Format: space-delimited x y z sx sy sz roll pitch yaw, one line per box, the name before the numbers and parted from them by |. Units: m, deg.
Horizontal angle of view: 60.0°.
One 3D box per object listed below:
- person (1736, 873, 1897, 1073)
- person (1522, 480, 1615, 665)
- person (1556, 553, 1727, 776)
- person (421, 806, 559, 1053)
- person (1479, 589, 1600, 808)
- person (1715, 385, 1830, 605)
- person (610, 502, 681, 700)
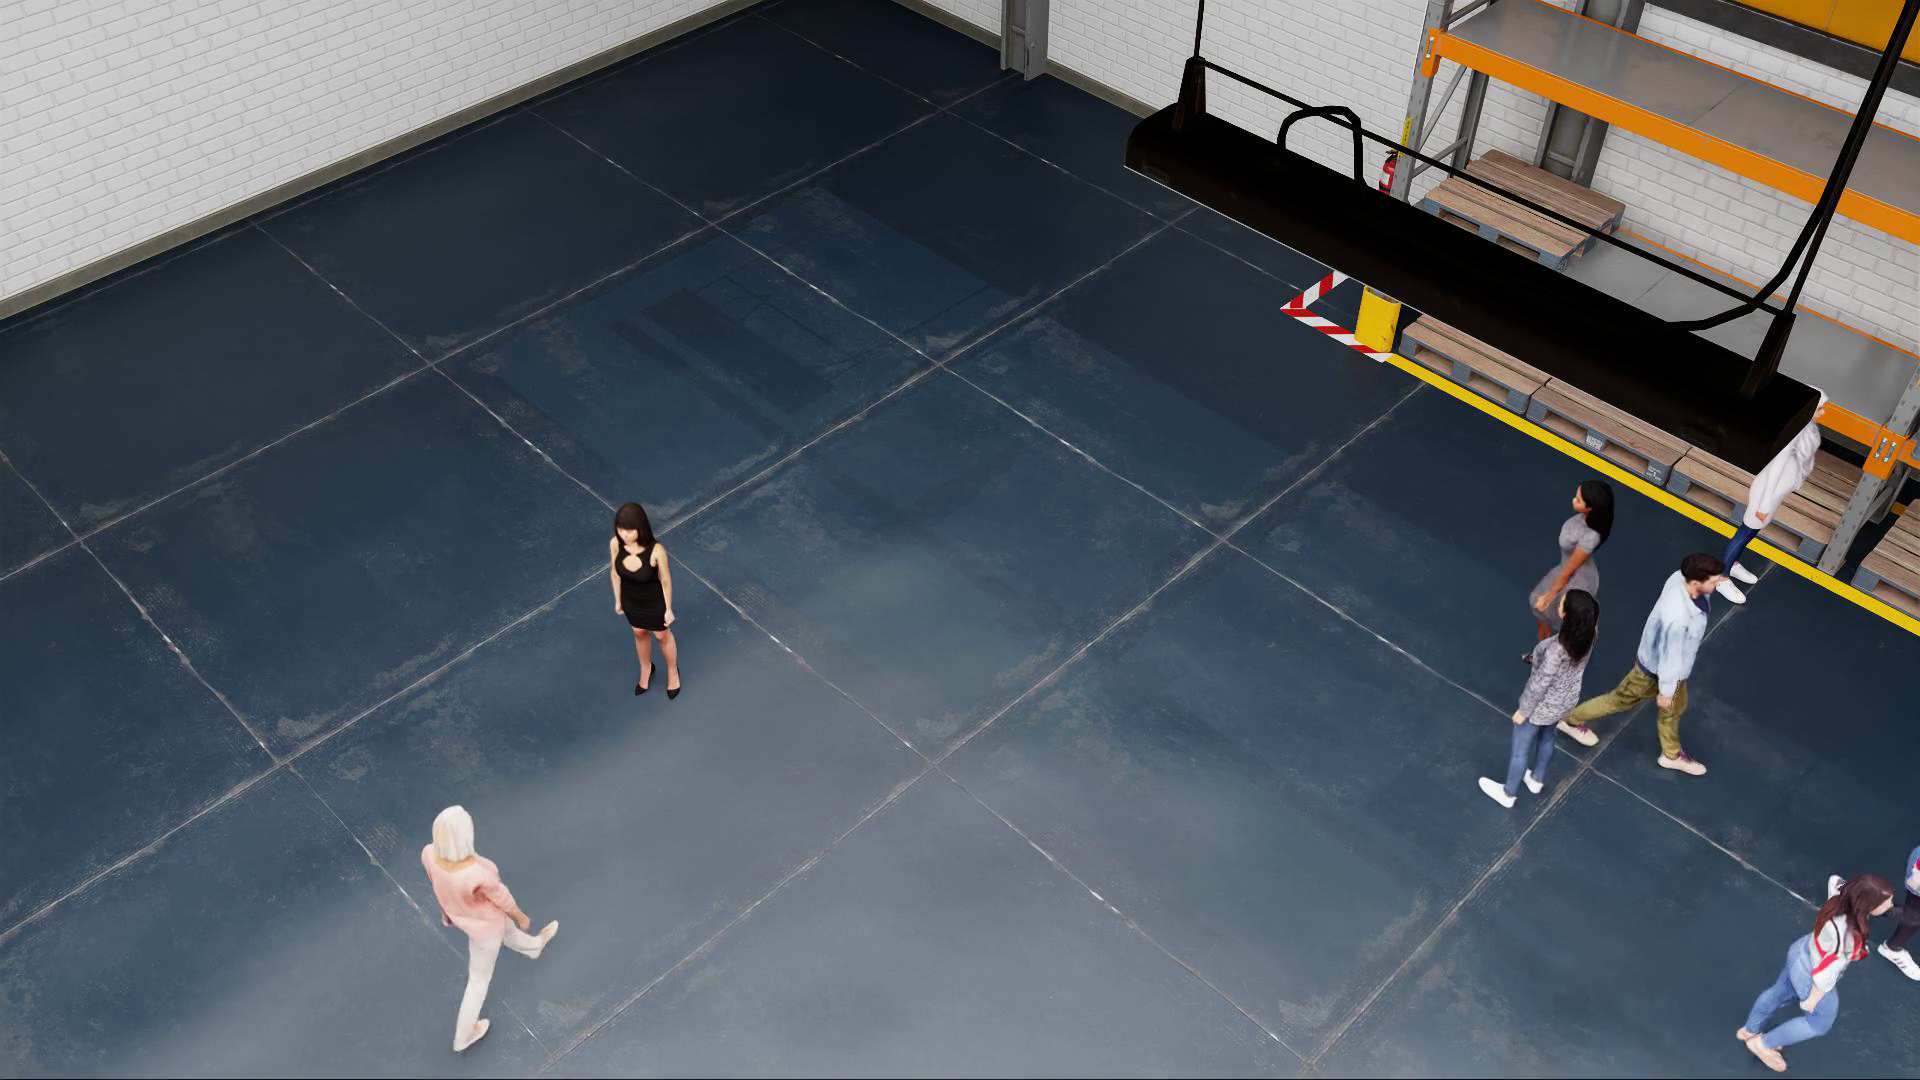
person | 4.434 2.247 8.806 0.702 1.603 0.698 12 45 13
person | 4.032 0.336 10.697 0.776 1.762 0.713 13 45 13
person | 4.224 0.741 10.270 1.260 1.764 0.904 22 48 21
person | -2.633 2.091 8.918 1.166 1.675 0.907 20 47 20
person | 3.566 0.967 10.057 0.650 1.731 0.586 -26 50 -25
person | 5.548 -0.340 11.397 0.531 1.776 0.615 31 52 29
person | -2.024 0.389 10.723 0.574 1.650 0.680 9 44 9
